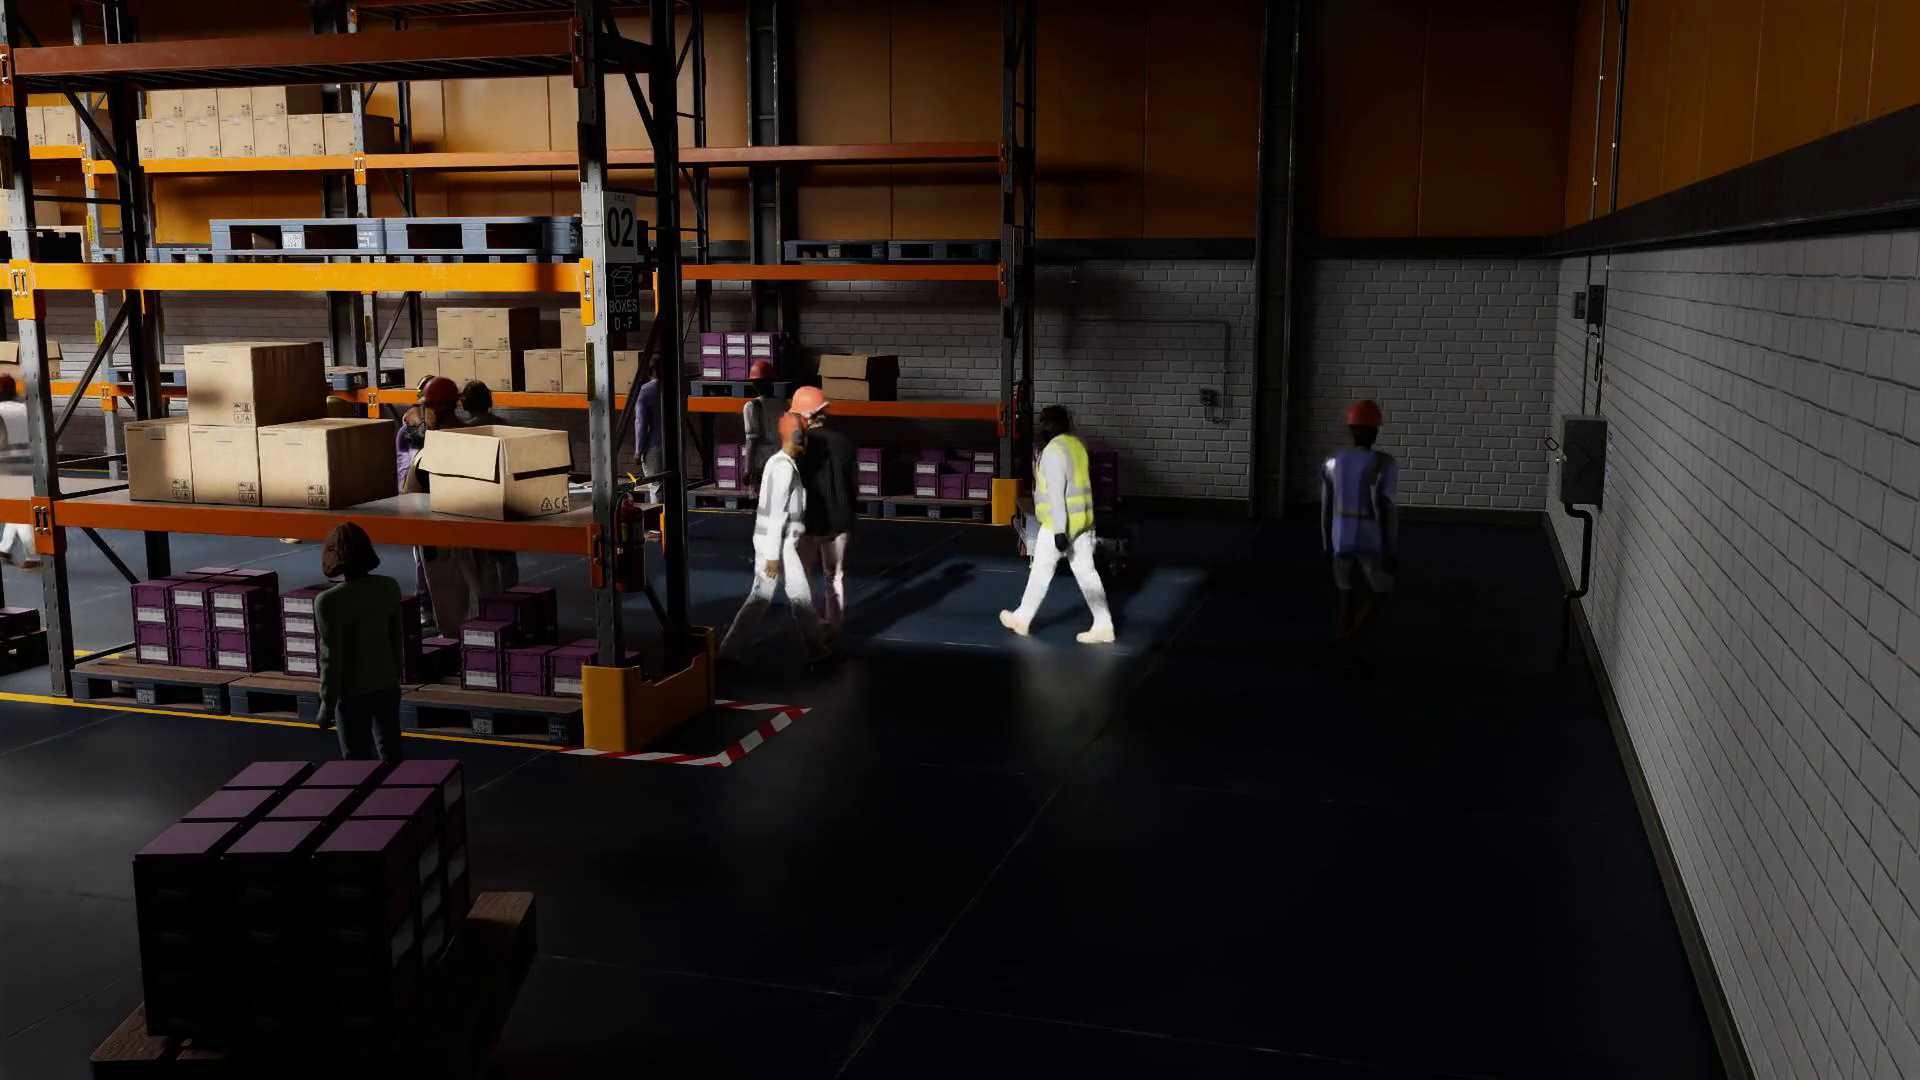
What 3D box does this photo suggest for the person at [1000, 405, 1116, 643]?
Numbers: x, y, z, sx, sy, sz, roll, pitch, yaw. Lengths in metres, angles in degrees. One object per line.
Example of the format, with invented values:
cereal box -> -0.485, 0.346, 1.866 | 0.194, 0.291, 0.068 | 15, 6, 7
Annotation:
person -> 0.756, -0.119, 12.519 | 0.973, 1.771, 0.688 | 5, 11, 30

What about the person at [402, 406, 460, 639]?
person -> -3.766, -0.041, 11.882 | 0.430, 1.835, 0.621 | -2, 10, -14

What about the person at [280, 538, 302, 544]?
person -> -6.797, -0.894, 17.030 | 0.430, 1.845, 0.624 | 4, 10, 22

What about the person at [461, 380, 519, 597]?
person -> -3.693, -0.269, 12.936 | 0.377, 1.937, 0.629 | 4, 10, 24

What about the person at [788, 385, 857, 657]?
person -> -0.970, -0.112, 11.856 | 0.642, 1.979, 0.616 | -6, 11, -31

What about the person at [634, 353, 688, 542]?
person -> -3.073, -0.946, 17.073 | 0.627, 1.933, 0.371 | -9, 13, -43

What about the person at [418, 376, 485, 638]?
person -> -3.862, -0.244, 12.609 | 0.394, 1.993, 0.628 | 0, 9, -1

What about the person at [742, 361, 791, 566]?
person -> -1.841, -0.718, 15.667 | 0.374, 1.935, 0.552 | 8, 12, 40

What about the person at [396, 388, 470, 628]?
person -> -4.069, -0.273, 13.030 | 0.651, 1.912, 0.409 | -3, 10, -18

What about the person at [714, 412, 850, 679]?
person -> -1.263, 0.045, 11.377 | 0.965, 1.833, 0.586 | -3, 10, -16

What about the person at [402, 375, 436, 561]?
person -> -4.651, -0.521, 14.694 | 0.328, 1.865, 0.508 | 9, 13, 42

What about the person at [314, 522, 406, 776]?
person -> -2.806, 0.724, 7.800 | 0.289, 1.633, 0.501 | 5, 10, 26

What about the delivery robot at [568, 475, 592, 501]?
delivery robot -> -4.257, -0.458, 18.001 | 0.707, 0.478, 0.477 | -4, 10, -25

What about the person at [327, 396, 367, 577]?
person -> -4.740, -0.190, 12.768 | 0.404, 1.833, 0.590 | -2, 10, -11

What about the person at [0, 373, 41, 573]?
person -> -8.865, -0.631, 15.451 | 0.996, 1.829, 0.591 | 4, 10, 24

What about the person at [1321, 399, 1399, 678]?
person -> 2.683, 0.014, 11.231 | 0.561, 1.927, 0.522 | 8, 12, 40
